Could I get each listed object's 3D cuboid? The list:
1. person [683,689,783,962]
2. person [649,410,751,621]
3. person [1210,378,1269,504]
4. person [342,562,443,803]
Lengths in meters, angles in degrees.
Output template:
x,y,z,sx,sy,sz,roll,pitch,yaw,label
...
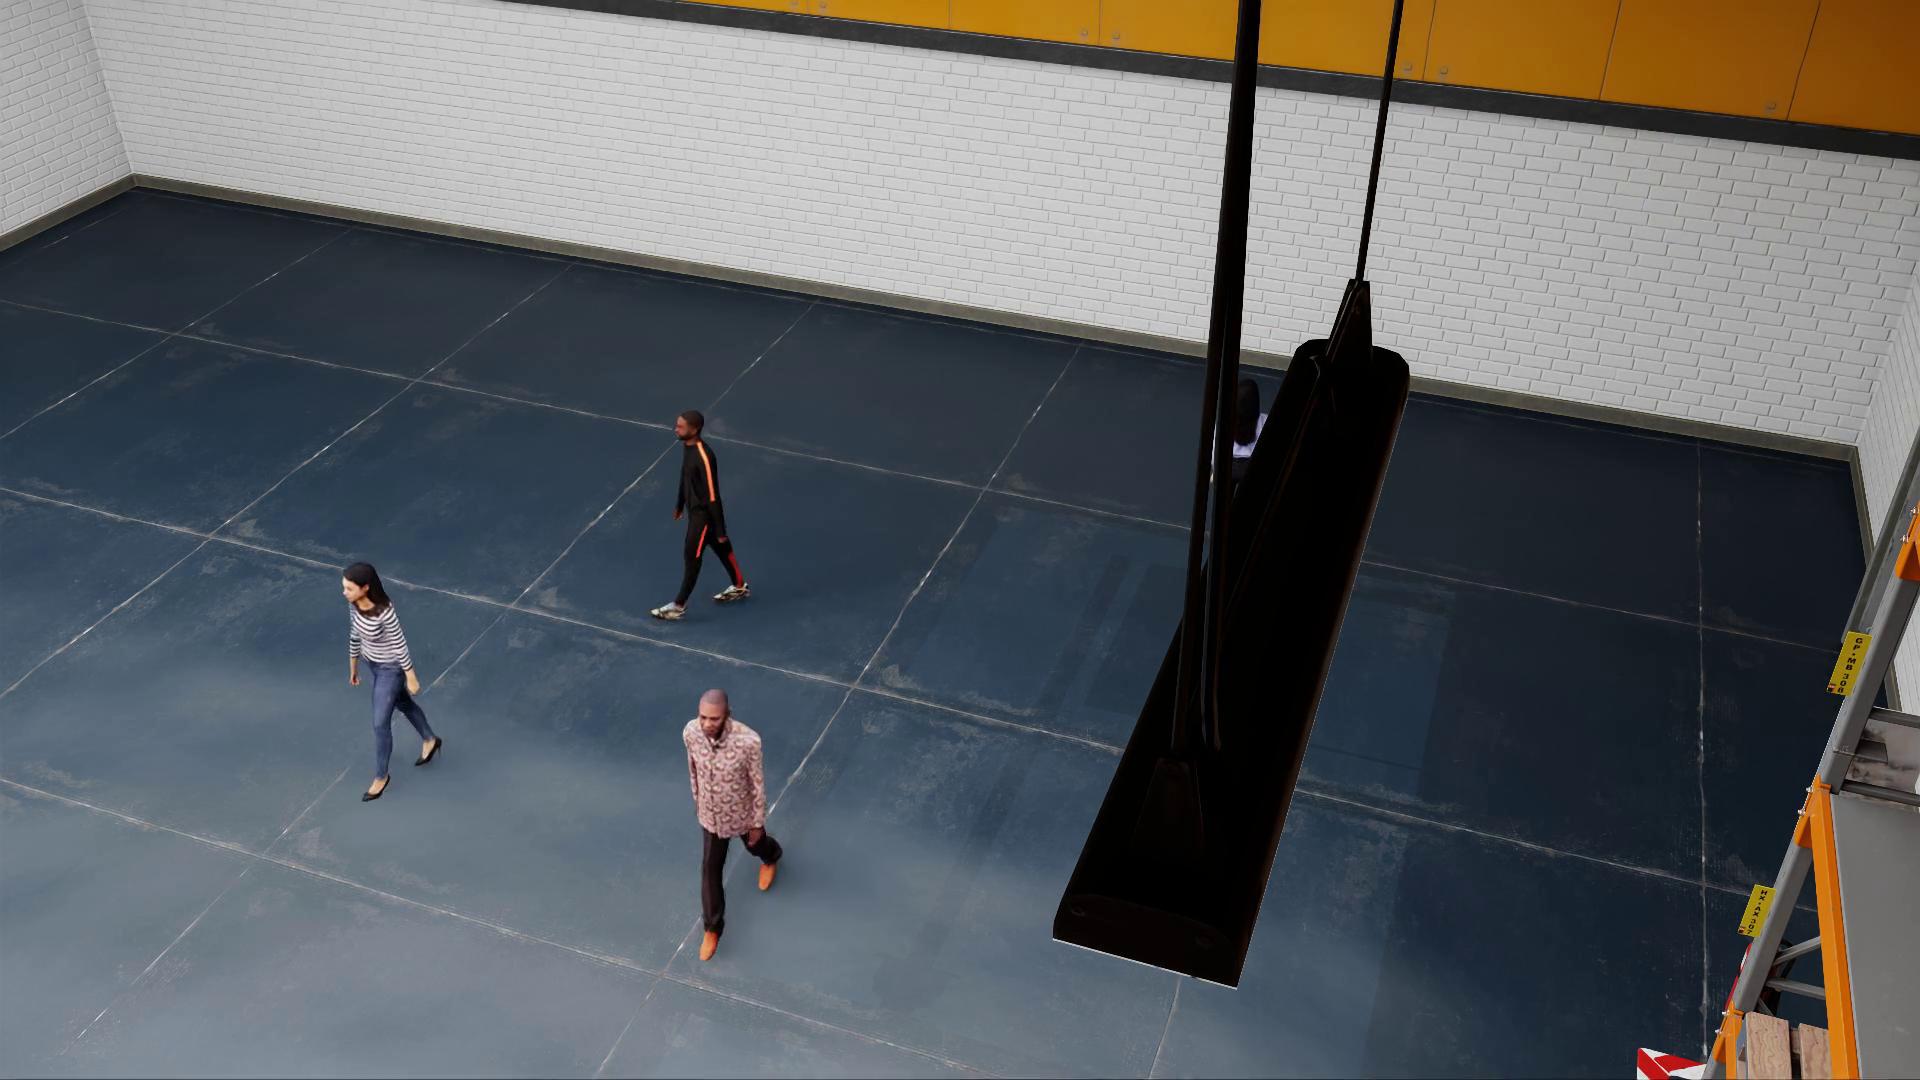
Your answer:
x,y,z,sx,sy,sz,roll,pitch,yaw,label
-1.359,1.593,10.168,0.794,1.785,1.245,7,34,10,person
-1.890,-0.216,12.901,1.137,1.772,1.098,-13,36,-19,person
2.238,-0.516,13.378,0.722,1.743,0.692,-1,34,-2,person
-3.803,0.868,11.281,0.805,1.760,1.015,23,40,31,person
